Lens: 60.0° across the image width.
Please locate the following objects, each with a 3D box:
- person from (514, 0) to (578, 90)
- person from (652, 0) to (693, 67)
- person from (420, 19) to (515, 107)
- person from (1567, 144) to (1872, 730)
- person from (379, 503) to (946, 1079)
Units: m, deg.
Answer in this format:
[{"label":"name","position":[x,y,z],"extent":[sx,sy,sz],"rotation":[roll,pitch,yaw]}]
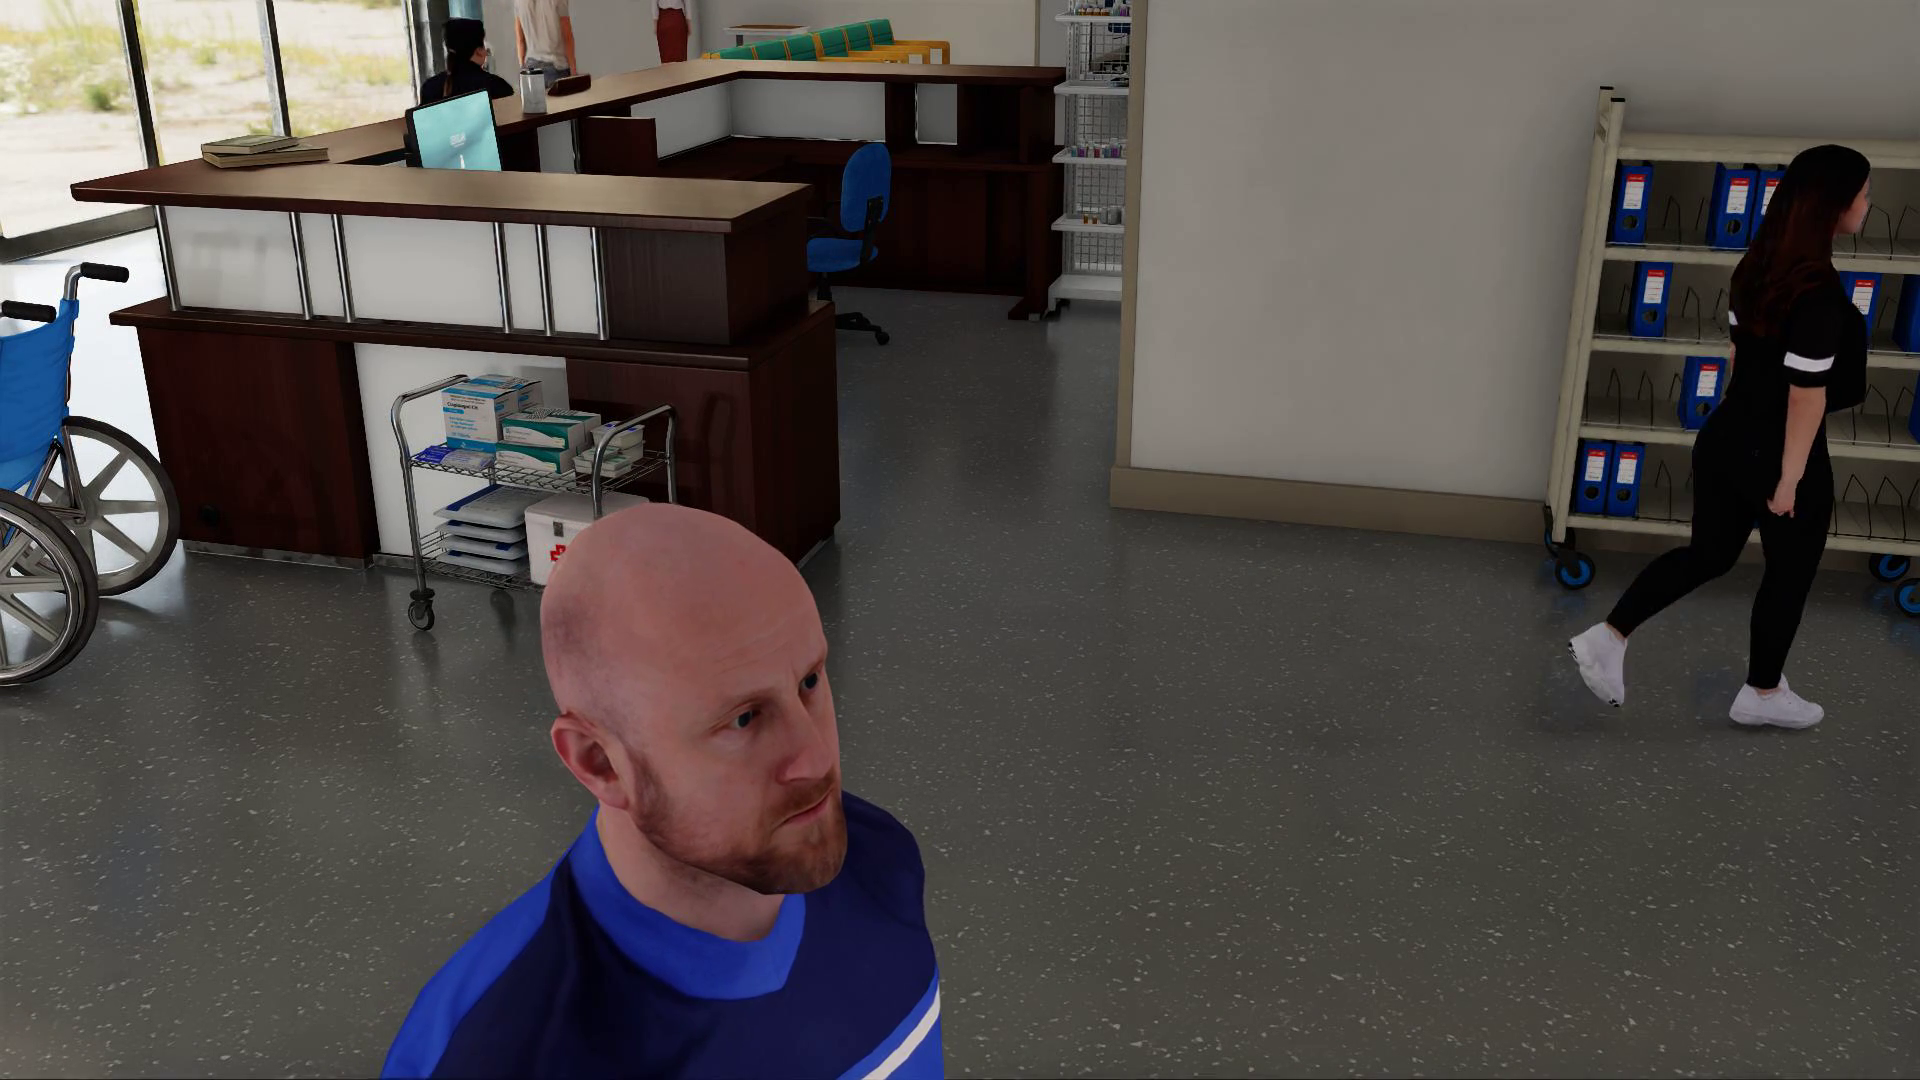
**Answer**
[{"label":"person","position":[-3.405,-3.841,13.637],"extent":[0.747,1.885,0.766],"rotation":[4,21,11]},{"label":"person","position":[-3.335,-5.903,19.270],"extent":[0.595,1.751,0.731],"rotation":[-4,21,-10]},{"label":"person","position":[-2.542,-1.793,8.560],"extent":[0.802,1.650,0.791],"rotation":[8,22,20]},{"label":"person","position":[2.082,-0.231,4.481],"extent":[1.077,1.619,0.841],"rotation":[-2,21,-6]},{"label":"person","position":[-0.186,0.829,1.369],"extent":[0.646,1.841,0.721],"rotation":[11,23,27]}]
